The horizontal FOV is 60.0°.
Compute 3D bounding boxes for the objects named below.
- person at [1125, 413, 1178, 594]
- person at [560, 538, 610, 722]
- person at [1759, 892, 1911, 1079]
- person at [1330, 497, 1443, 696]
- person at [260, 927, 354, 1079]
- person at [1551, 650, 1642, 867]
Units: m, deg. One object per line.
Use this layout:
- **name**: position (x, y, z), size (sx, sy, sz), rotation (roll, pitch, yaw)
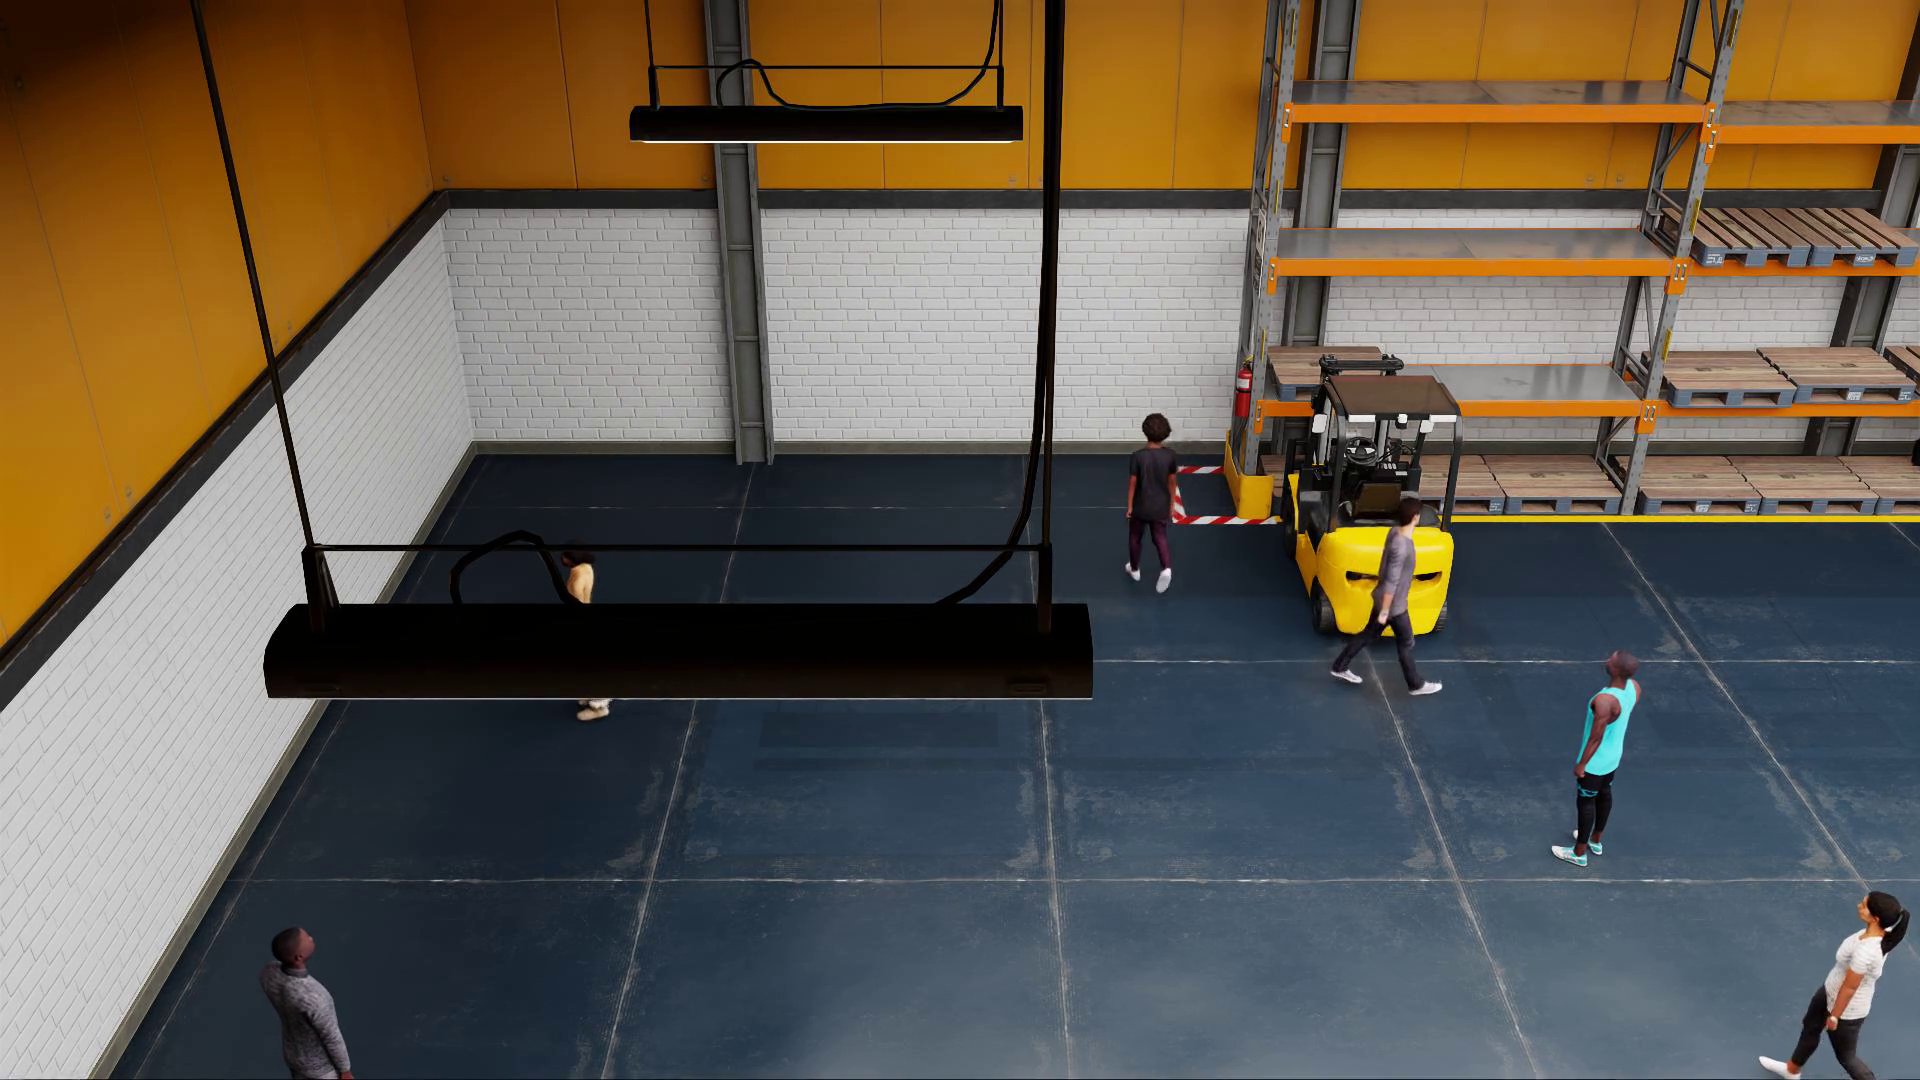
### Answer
- **person**: position (1.829, -0.315, 15.739), size (0.969, 1.753, 0.813), rotation (-6, 29, -11)
- **person**: position (-3.115, 0.735, 13.912), size (0.530, 1.660, 0.612), rotation (-1, 29, -1)
- **person**: position (5.469, 2.847, 10.084), size (1.109, 1.617, 1.001), rotation (22, 35, 34)
- **person**: position (3.583, 0.506, 14.193), size (1.219, 1.792, 0.846), rotation (5, 29, 10)
- **person**: position (-3.759, 2.983, 9.608), size (0.679, 1.835, 0.803), rotation (17, 33, 28)
- **person**: position (4.705, 1.588, 12.189), size (0.650, 1.811, 0.744), rotation (-20, 34, -32)
